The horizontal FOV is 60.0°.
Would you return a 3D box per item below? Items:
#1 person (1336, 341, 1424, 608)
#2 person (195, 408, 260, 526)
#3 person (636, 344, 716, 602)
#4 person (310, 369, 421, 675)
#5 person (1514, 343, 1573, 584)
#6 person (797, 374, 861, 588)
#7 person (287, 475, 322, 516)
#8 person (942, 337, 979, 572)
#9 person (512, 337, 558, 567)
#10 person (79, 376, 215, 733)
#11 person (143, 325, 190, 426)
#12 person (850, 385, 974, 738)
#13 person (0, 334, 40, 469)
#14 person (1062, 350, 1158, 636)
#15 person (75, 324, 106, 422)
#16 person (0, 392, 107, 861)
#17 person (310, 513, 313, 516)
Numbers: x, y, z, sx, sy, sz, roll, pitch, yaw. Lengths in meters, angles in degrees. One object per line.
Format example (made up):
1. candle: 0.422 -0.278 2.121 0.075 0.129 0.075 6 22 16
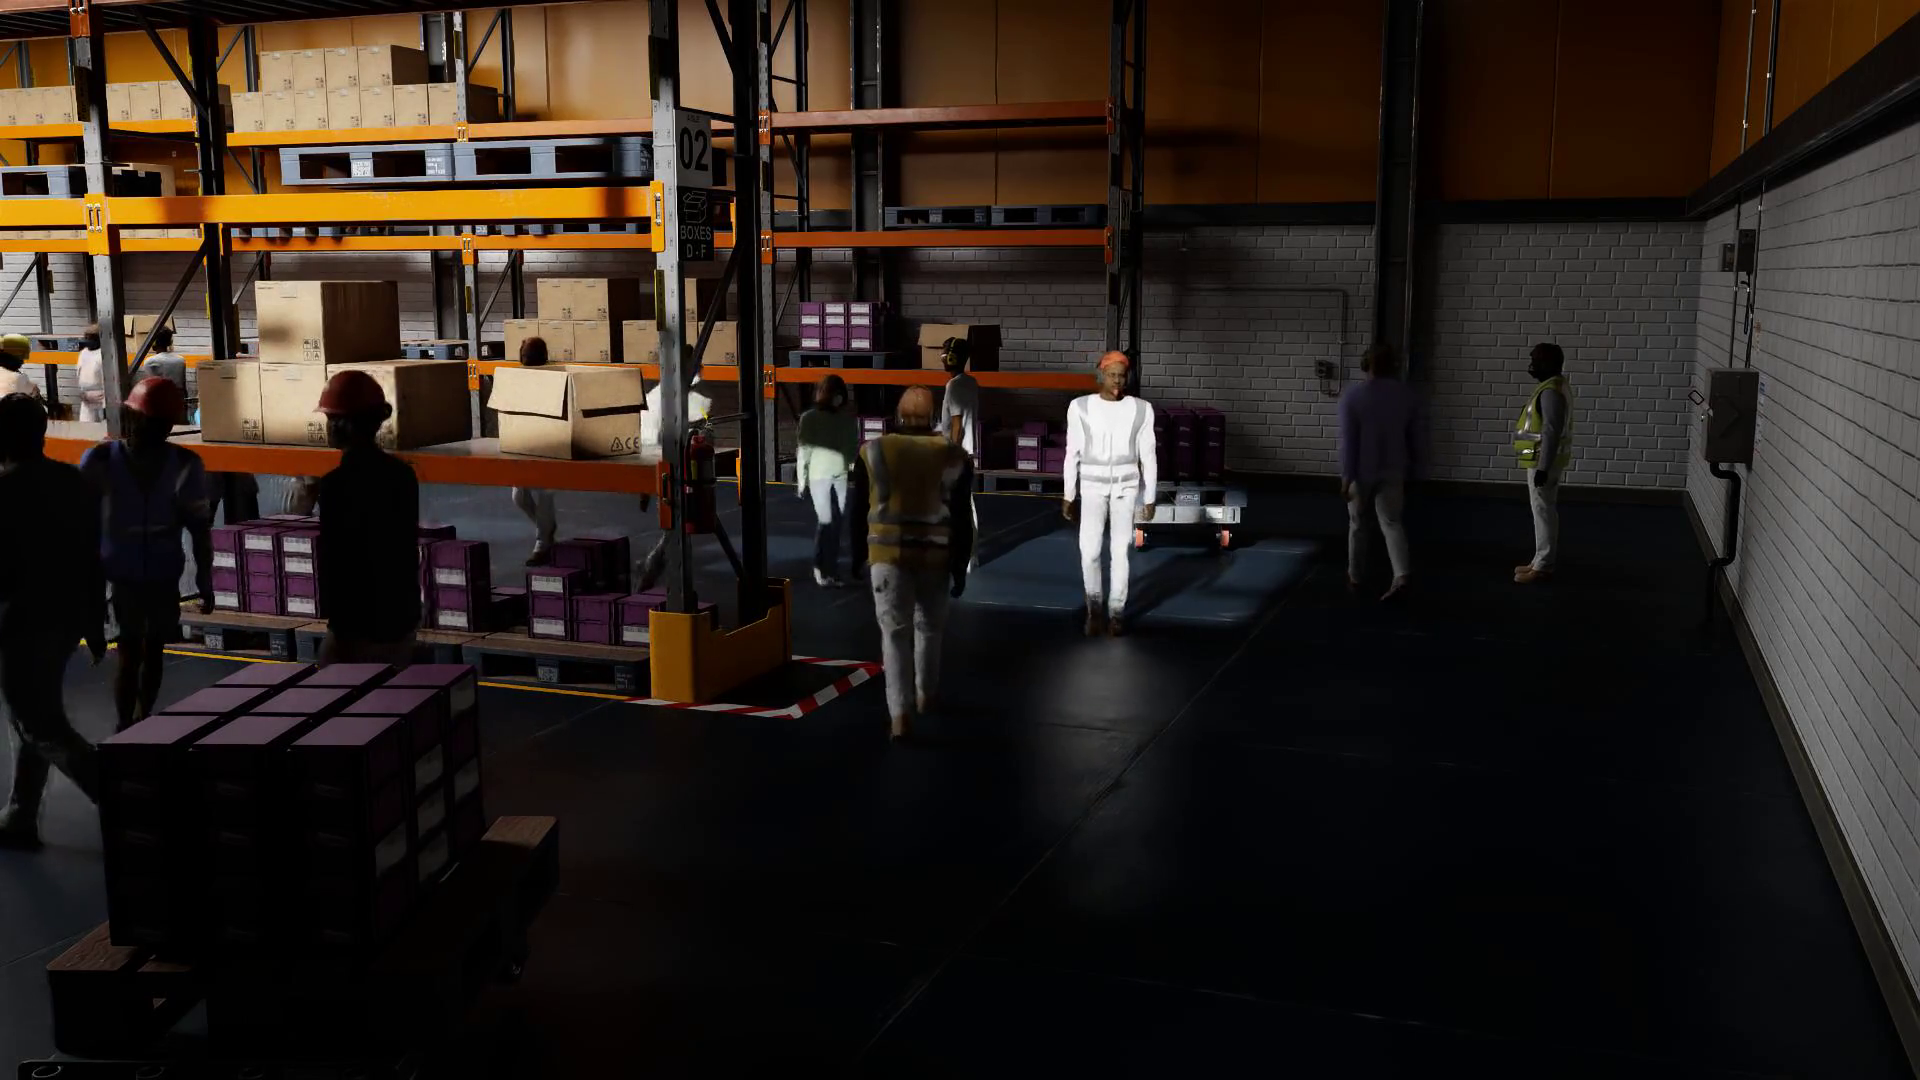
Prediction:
1. person: 3.029 -0.473 11.932 0.642 1.897 0.985 0 9 -1
2. person: -5.901 -0.604 13.443 0.869 1.644 0.545 5 10 27
3. person: -2.017 -0.419 11.555 0.871 1.903 0.657 7 11 37
4. person: -2.363 0.313 6.660 0.471 1.980 0.647 2 9 12
5. person: 4.467 -0.587 12.768 0.429 1.842 0.636 3 10 20
6. person: -0.958 -0.434 12.470 0.528 1.616 0.388 -6 11 -35
7. person: -4.708 -0.514 12.160 0.978 1.892 0.563 3 10 20
8. person: -0.024 -0.673 13.220 0.313 1.869 0.538 3 10 20
9. person: -3.432 -0.726 13.581 0.578 1.867 0.540 3 9 16
10. person: -3.891 0.158 7.955 0.572 1.880 0.642 -7 11 -36
11. person: -8.005 -1.237 16.764 0.313 1.869 0.538 3 10 20
12. person: -0.251 0.099 8.621 0.630 1.804 0.949 -1 9 -4
13. person: -7.950 -0.754 13.739 0.693 1.877 0.386 -3 9 -17
14. person: 0.976 -0.285 10.779 0.622 1.867 0.523 0 9 1
15. person: -9.845 -1.561 19.002 0.664 1.806 0.634 4 10 23
16. person: -3.635 0.359 6.632 0.956 1.905 0.639 2 9 12
17. person: -5.971 -0.975 15.109 0.658 1.884 0.387 9 13 44
